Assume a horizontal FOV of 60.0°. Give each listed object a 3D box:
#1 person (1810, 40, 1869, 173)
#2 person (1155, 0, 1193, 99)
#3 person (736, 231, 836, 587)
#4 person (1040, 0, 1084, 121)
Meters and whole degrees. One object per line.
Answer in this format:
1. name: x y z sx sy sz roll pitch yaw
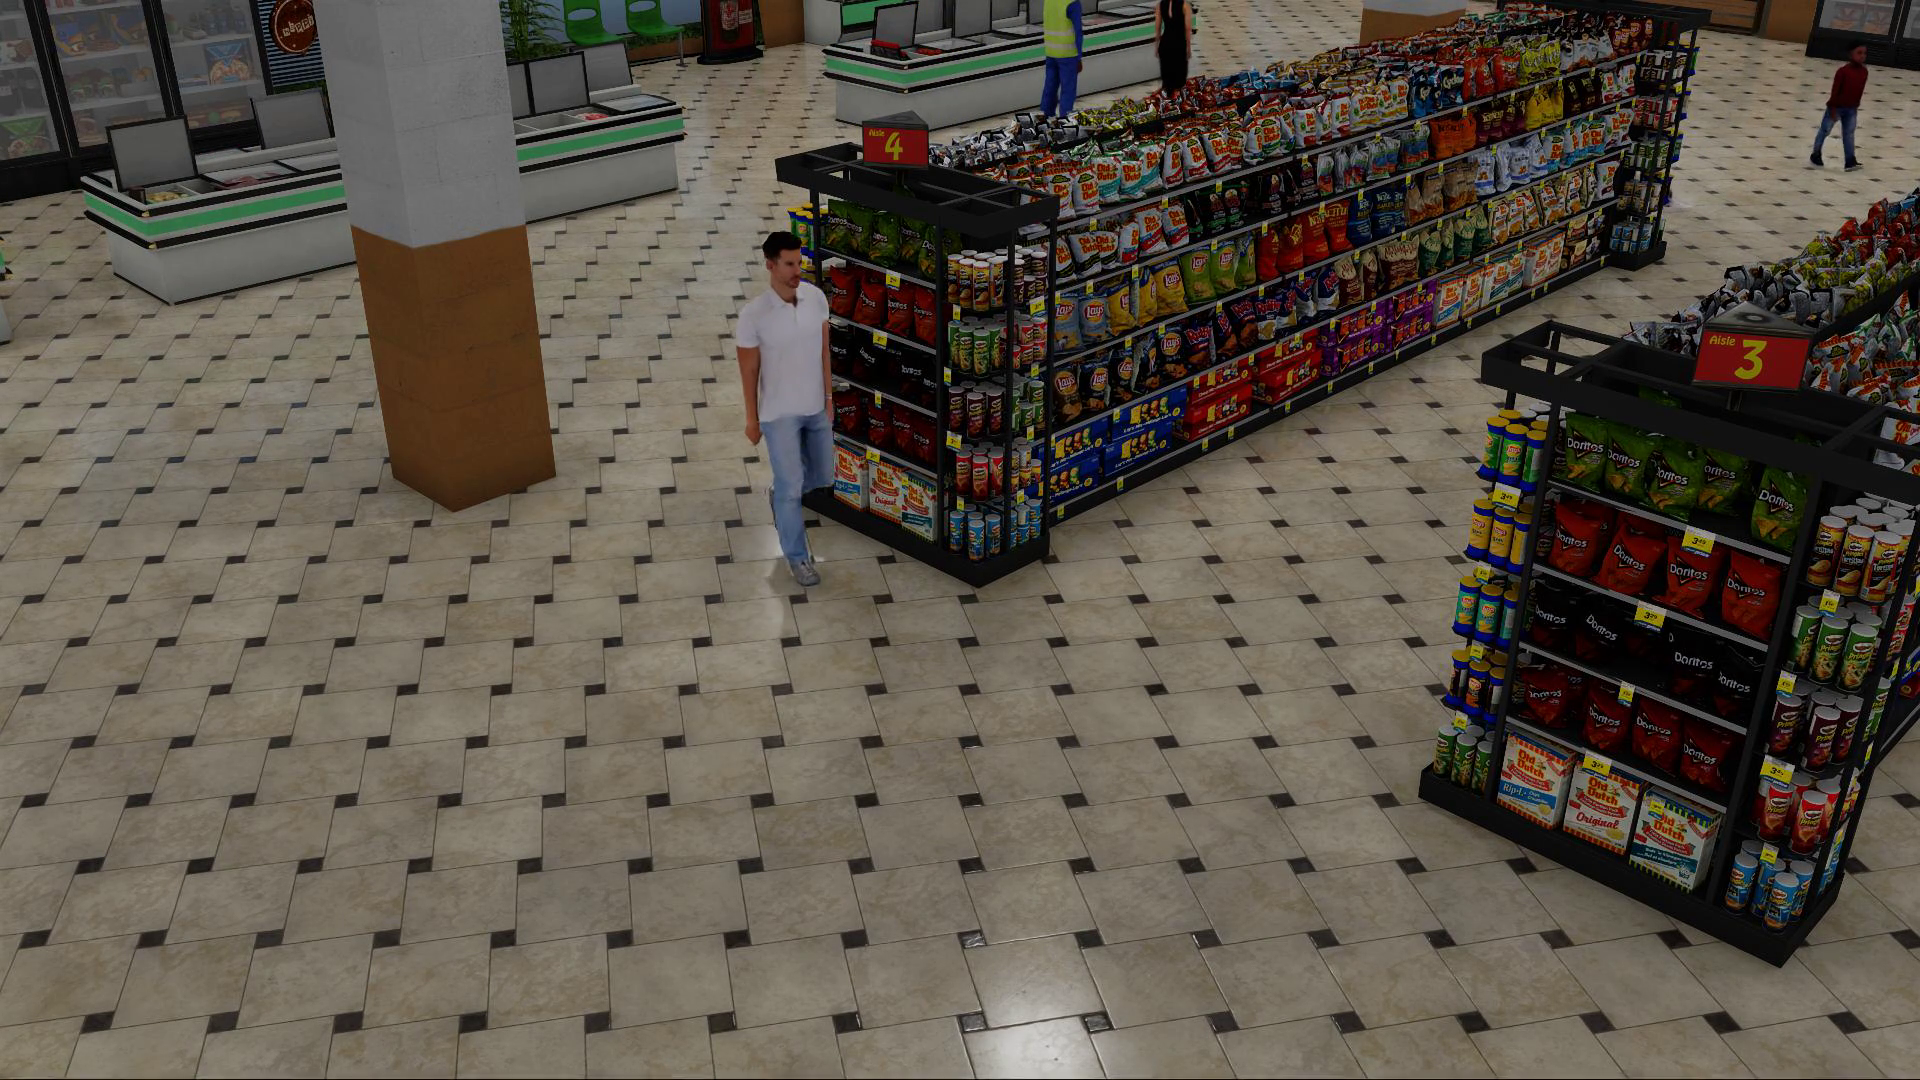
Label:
1. person: 8.571 -4.237 16.240 0.857 1.230 0.885 -2 27 -4
2. person: 2.246 -5.214 17.772 0.669 1.586 0.826 17 31 30
3. person: -0.899 -0.709 8.615 0.953 1.835 0.809 -18 32 -32
4. person: 1.044 -4.987 17.079 0.573 1.809 0.661 -21 34 -35
